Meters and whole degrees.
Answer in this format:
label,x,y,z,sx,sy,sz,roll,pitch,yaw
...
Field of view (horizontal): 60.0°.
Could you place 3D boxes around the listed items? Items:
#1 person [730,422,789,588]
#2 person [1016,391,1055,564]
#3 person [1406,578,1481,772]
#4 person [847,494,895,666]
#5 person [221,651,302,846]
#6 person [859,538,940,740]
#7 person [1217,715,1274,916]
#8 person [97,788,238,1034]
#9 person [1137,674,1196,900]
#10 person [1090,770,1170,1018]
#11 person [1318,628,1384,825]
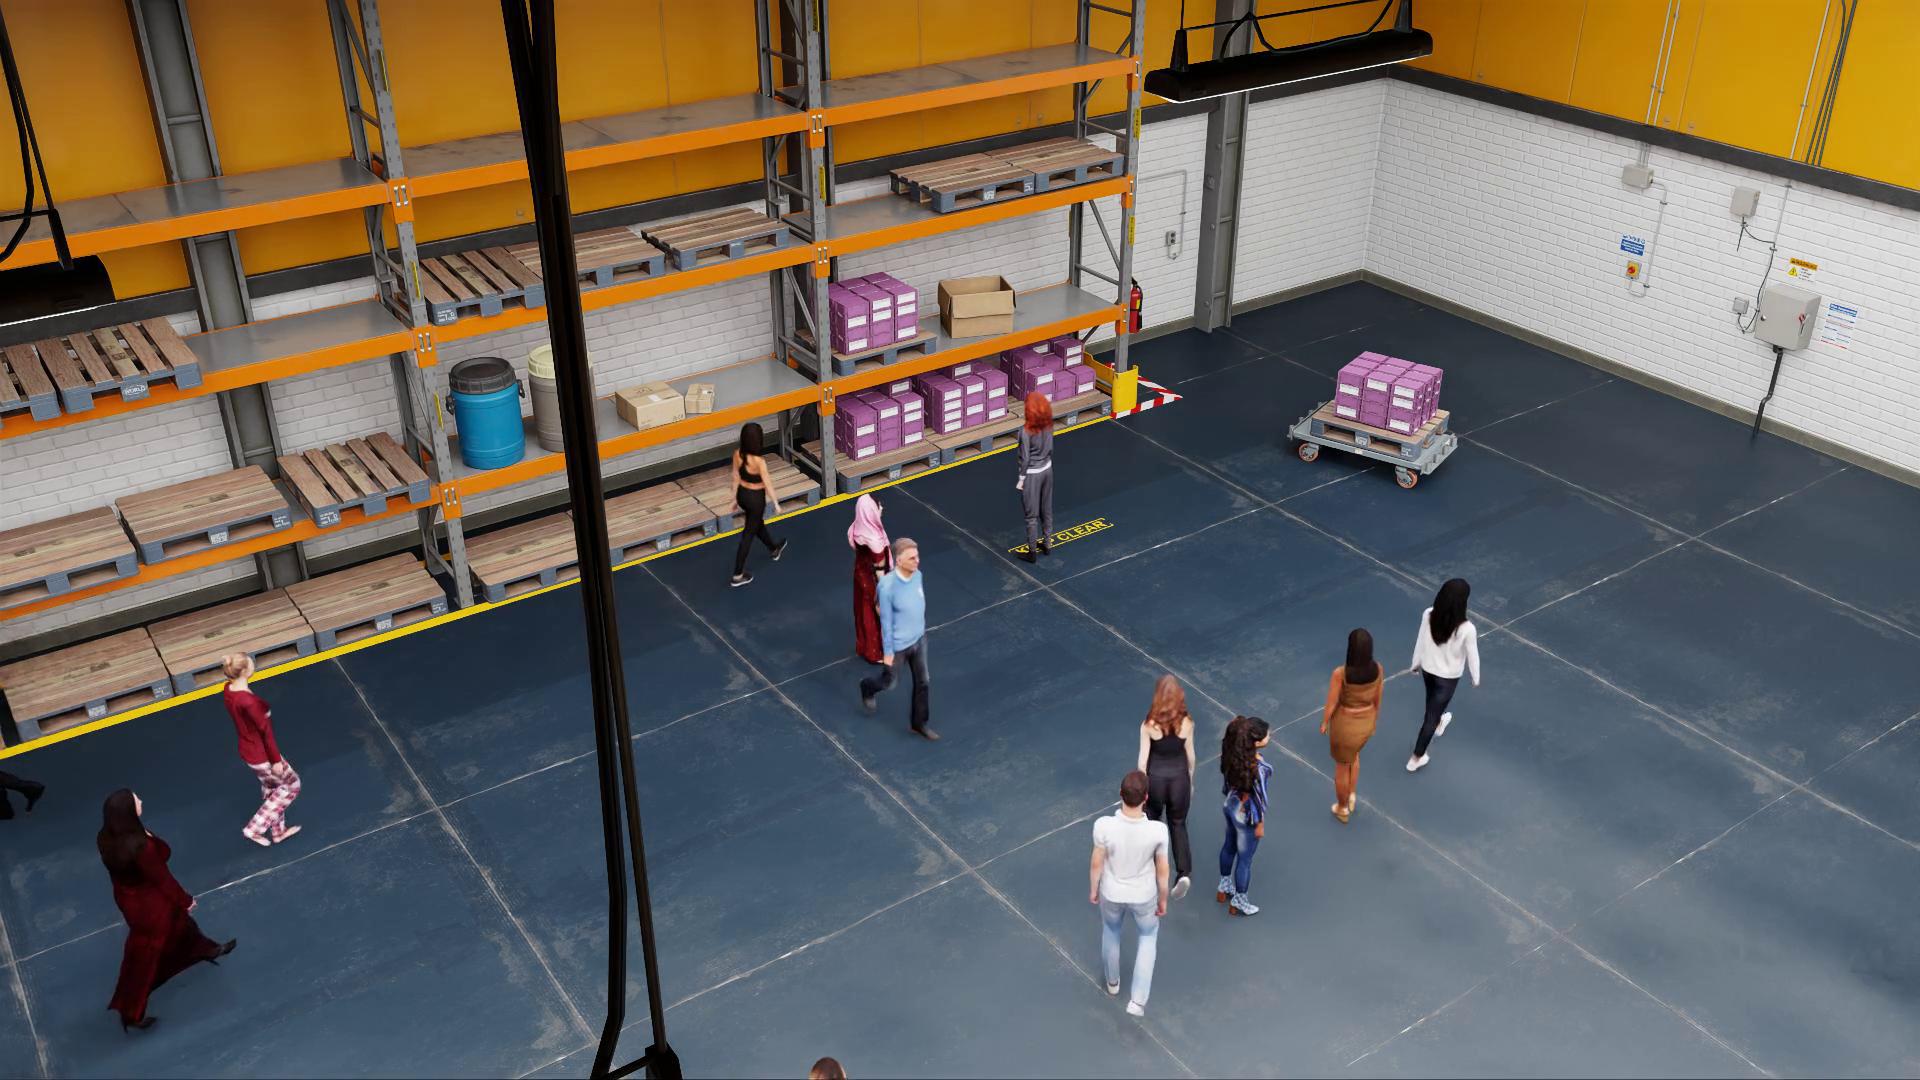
label,x,y,z,sx,sy,sz,roll,pitch,yaw
person,-2.029,-0.307,15.743,0.809,1.604,1.130,20,34,32
person,0.734,-0.622,16.136,0.466,1.781,0.674,-24,37,-37
person,3.739,1.090,13.115,0.758,1.668,1.056,25,38,38
person,-0.773,0.333,14.535,0.668,1.638,0.710,-11,31,-20
person,-5.198,1.577,12.201,0.712,1.689,0.752,24,36,36
person,-0.519,0.780,13.547,0.854,1.798,1.048,23,36,36
person,1.986,1.916,11.656,0.634,1.615,0.658,-10,30,-17
person,-5.286,2.411,10.657,0.880,1.704,1.235,21,35,34
person,1.478,1.776,11.790,0.978,1.732,0.917,-4,29,-8
person,1.087,2.310,10.696,0.993,1.843,1.033,3,29,6
person,2.971,1.444,12.452,0.624,1.682,0.721,-8,30,-14
